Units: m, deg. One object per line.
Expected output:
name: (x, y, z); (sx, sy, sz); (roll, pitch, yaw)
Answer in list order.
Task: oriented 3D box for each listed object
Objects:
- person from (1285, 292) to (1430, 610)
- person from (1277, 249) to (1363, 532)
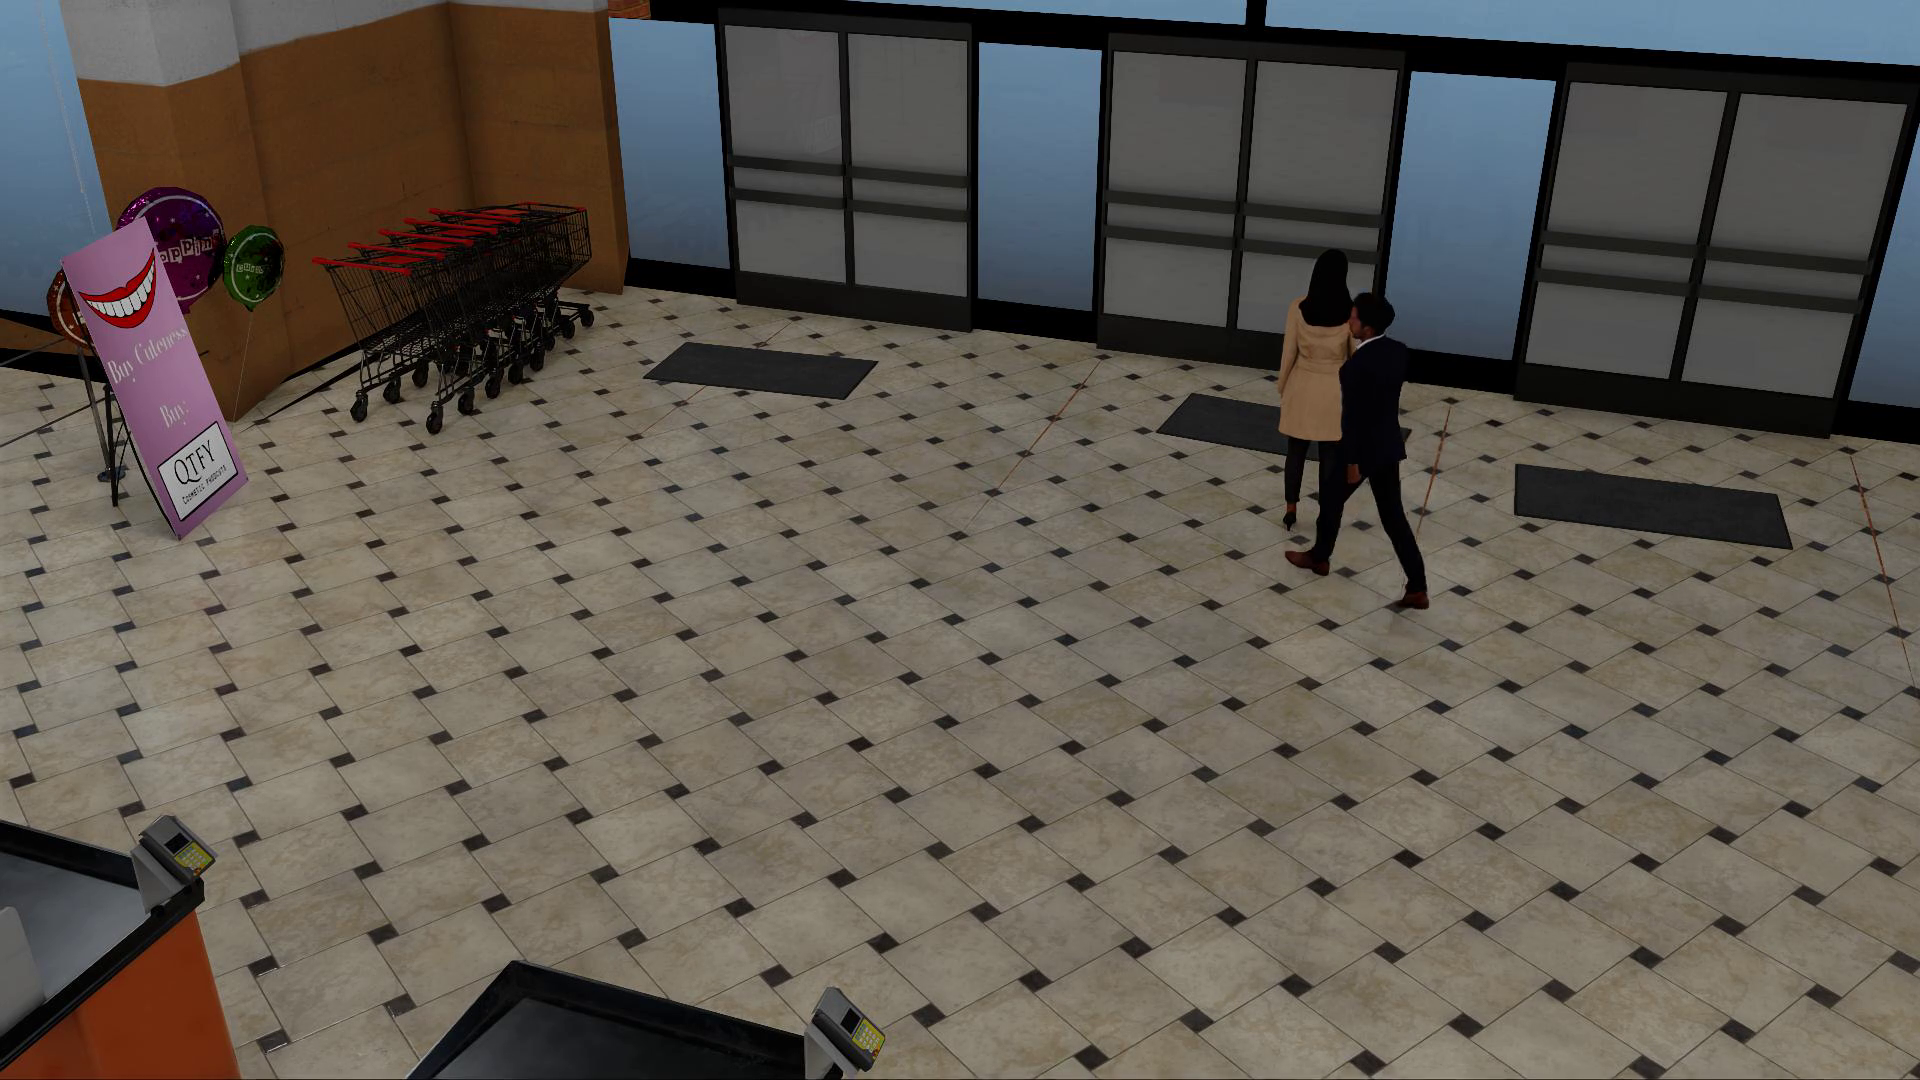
person: (2.182, -0.403, 8.578); (1.205, 1.677, 1.159); (-16, 31, -29)
person: (2.030, -0.824, 9.402); (0.641, 1.682, 0.500); (9, 28, 18)
